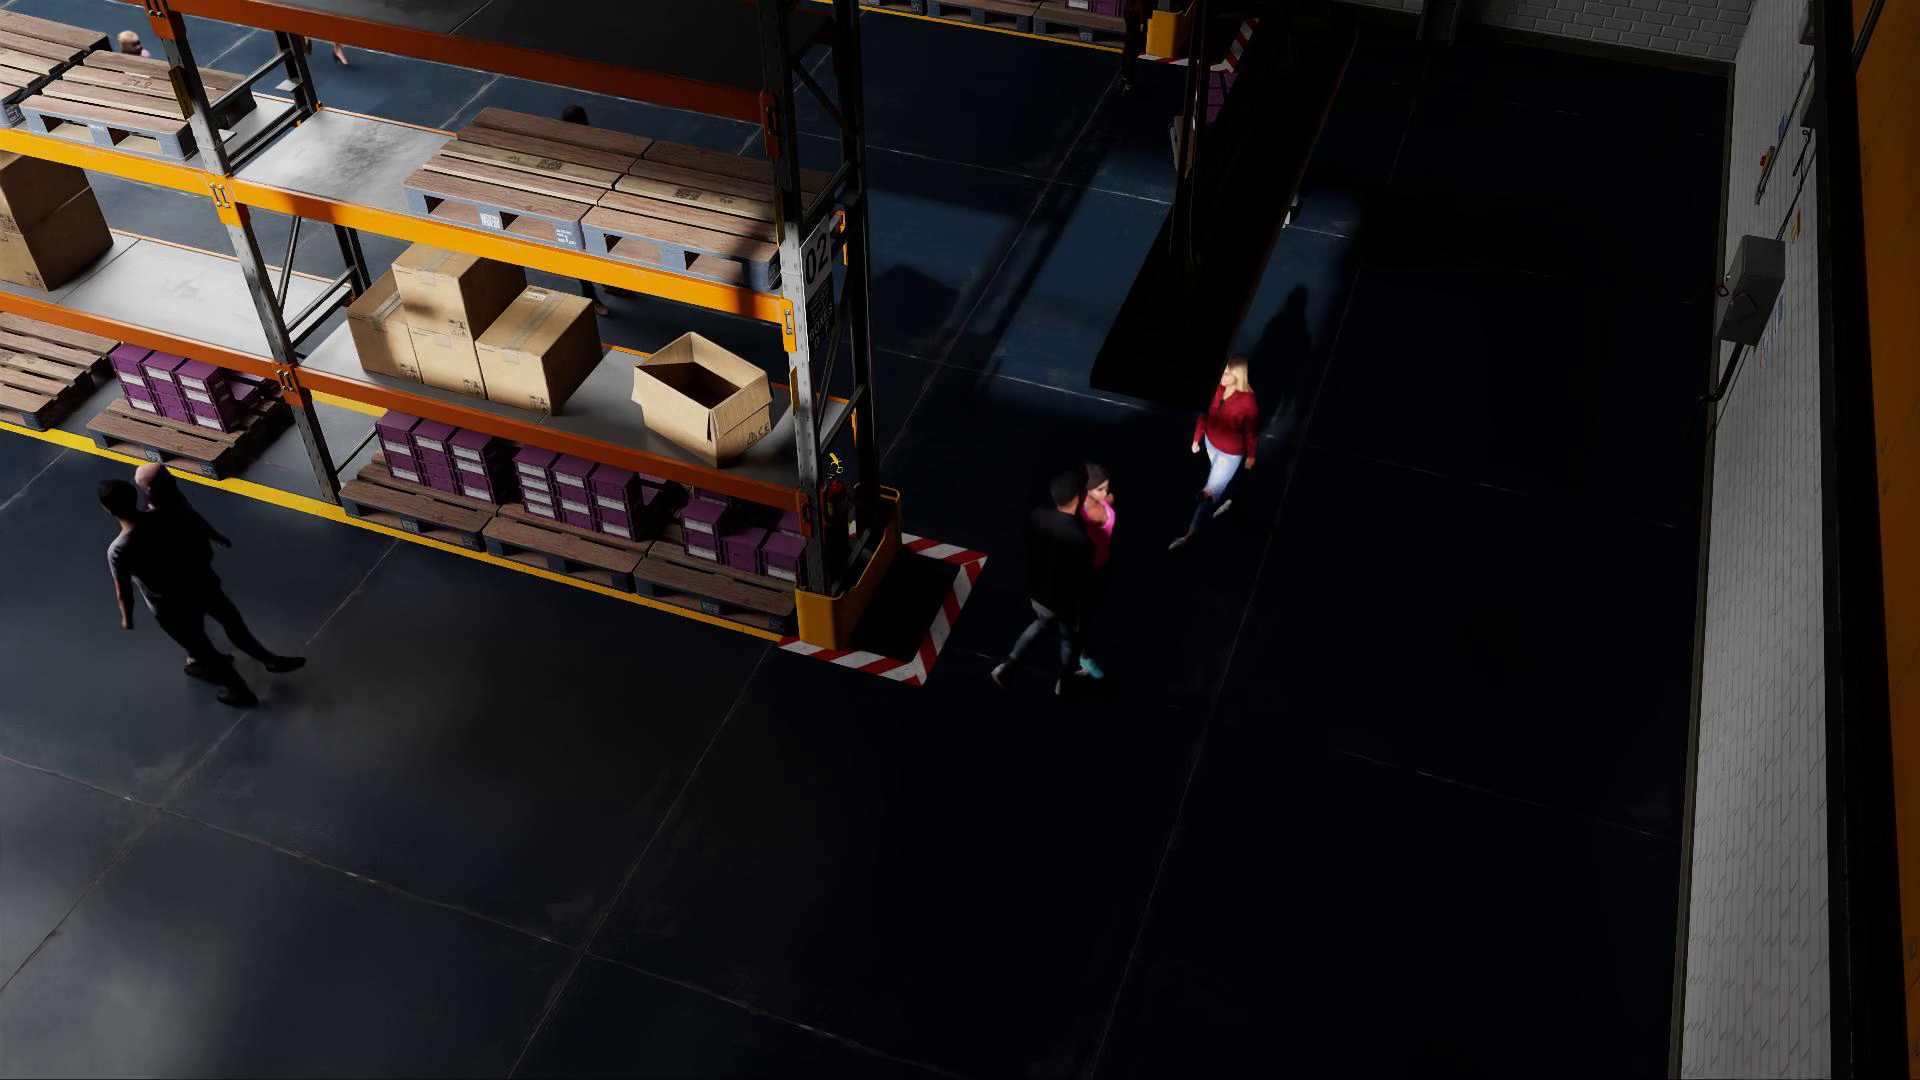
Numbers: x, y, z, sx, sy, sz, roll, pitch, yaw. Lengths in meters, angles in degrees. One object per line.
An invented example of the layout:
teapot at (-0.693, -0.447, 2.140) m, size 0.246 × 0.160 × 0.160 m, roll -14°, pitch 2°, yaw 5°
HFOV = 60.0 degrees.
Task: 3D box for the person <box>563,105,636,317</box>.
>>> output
person at (-3.059, -2.765, 13.746) m, size 0.633 × 1.850 × 0.725 m, roll 20°, pitch 47°, yaw 20°

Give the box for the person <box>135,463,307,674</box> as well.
person at (-5.016, 0.231, 10.634) m, size 1.137 × 1.805 × 1.010 m, roll -10°, pitch 45°, yaw -10°

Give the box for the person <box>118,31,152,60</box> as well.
person at (-7.683, -4.220, 15.694) m, size 0.549 × 1.269 × 0.517 m, roll 11°, pitch 45°, yaw 11°

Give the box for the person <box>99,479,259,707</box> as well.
person at (-4.834, 0.398, 10.441) m, size 0.868 × 1.830 × 0.711 m, roll 11°, pitch 45°, yaw 11°

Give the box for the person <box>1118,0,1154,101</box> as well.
person at (1.725, -5.172, 16.410) m, size 0.654 × 1.660 × 0.659 m, roll -4°, pitch 44°, yaw -5°

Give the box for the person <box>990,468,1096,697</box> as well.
person at (0.549, 0.353, 10.527) m, size 1.026 × 1.777 × 1.015 m, roll -32°, pitch 52°, yaw -29°

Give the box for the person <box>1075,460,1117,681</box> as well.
person at (0.790, 0.115, 10.821) m, size 0.856 × 1.715 × 0.967 m, roll -25°, pitch 49°, yaw -24°

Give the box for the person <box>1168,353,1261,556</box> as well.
person at (1.914, -0.672, 11.746) m, size 1.070 × 1.578 × 1.099 m, roll -27°, pitch 50°, yaw -25°
